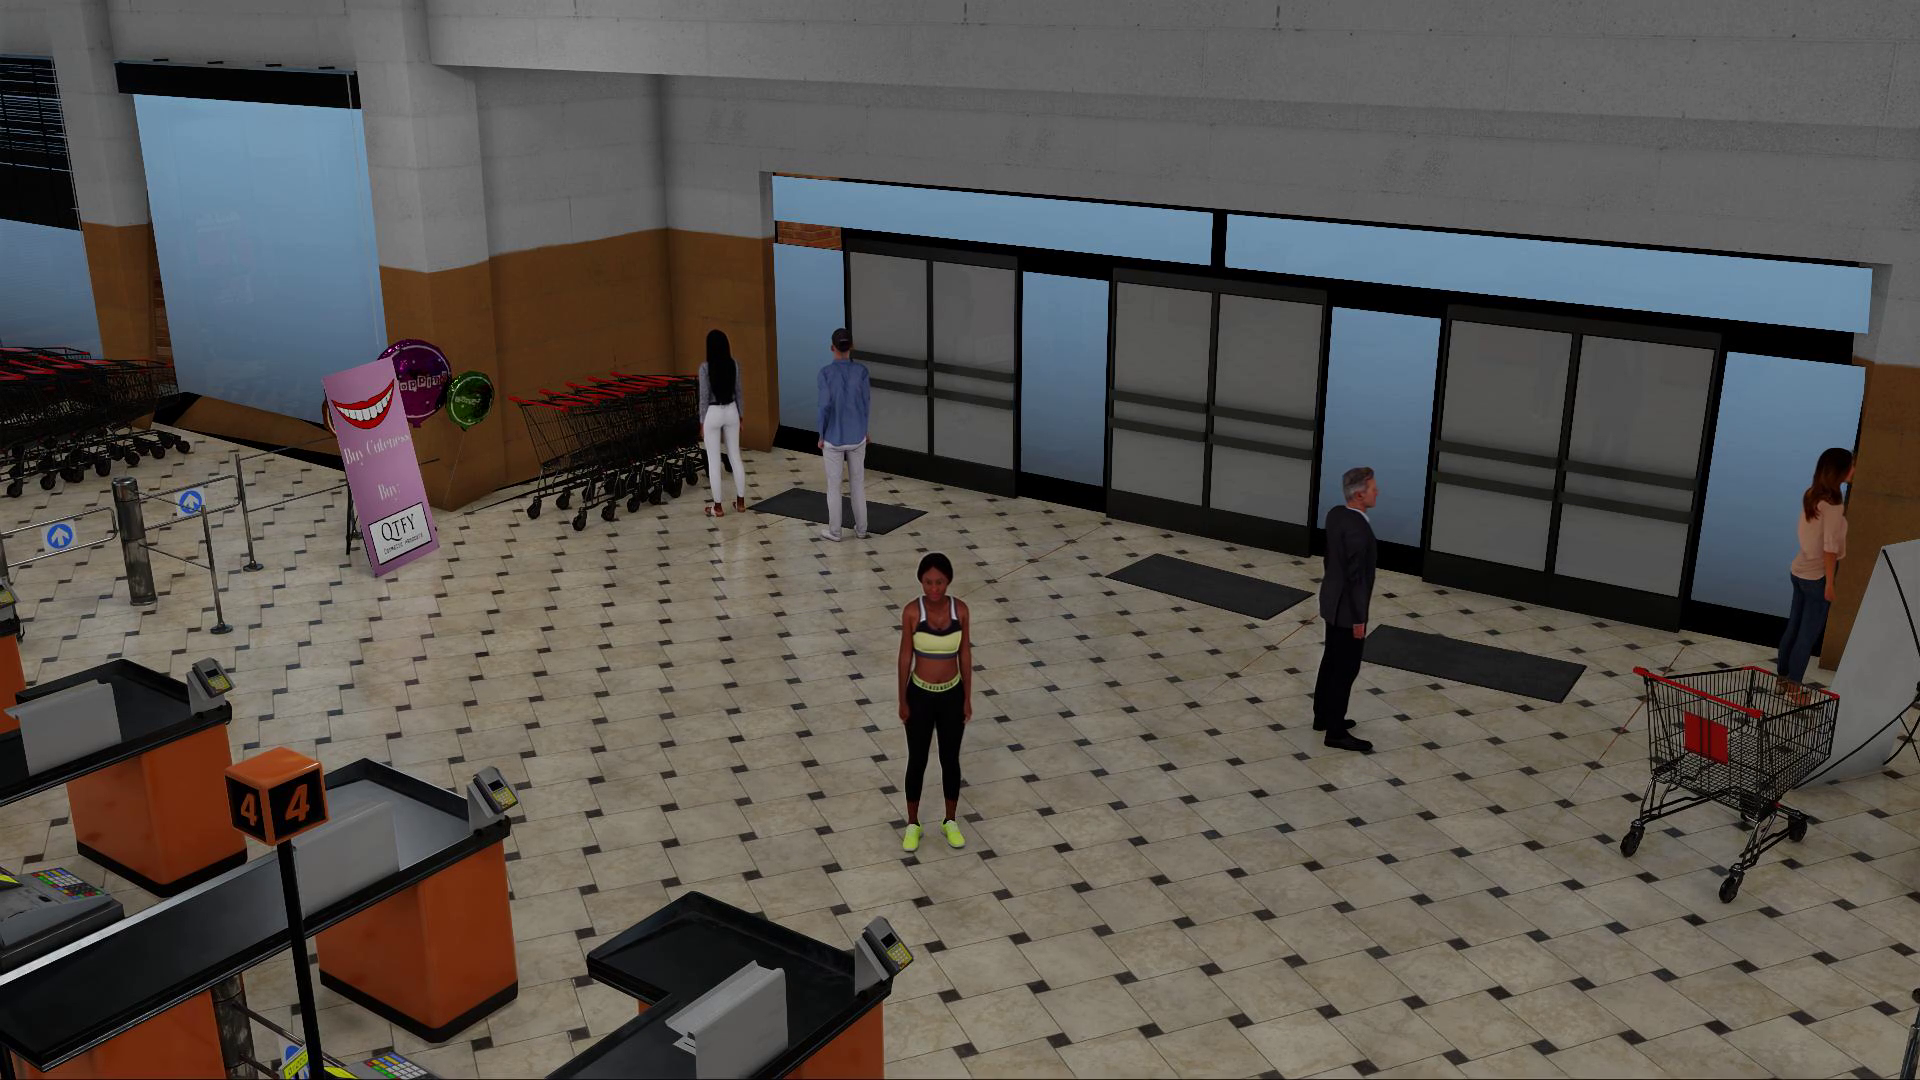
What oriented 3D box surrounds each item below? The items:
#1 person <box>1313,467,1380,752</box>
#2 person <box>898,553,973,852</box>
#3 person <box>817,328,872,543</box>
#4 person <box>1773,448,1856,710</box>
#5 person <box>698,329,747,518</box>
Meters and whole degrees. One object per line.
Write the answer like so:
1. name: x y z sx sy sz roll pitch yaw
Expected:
1. person: 2.472 0.409 10.604 0.865 1.839 0.770 -1 19 -4
2. person: -0.137 0.895 9.300 0.637 1.753 0.691 -3 19 -8
3. person: -1.011 -0.915 14.455 0.688 1.888 0.804 -8 20 -23
4. person: 5.733 0.241 11.176 0.728 1.792 0.617 2 19 6
5. person: -2.185 -1.078 15.196 0.570 1.724 0.723 -12 22 -31
